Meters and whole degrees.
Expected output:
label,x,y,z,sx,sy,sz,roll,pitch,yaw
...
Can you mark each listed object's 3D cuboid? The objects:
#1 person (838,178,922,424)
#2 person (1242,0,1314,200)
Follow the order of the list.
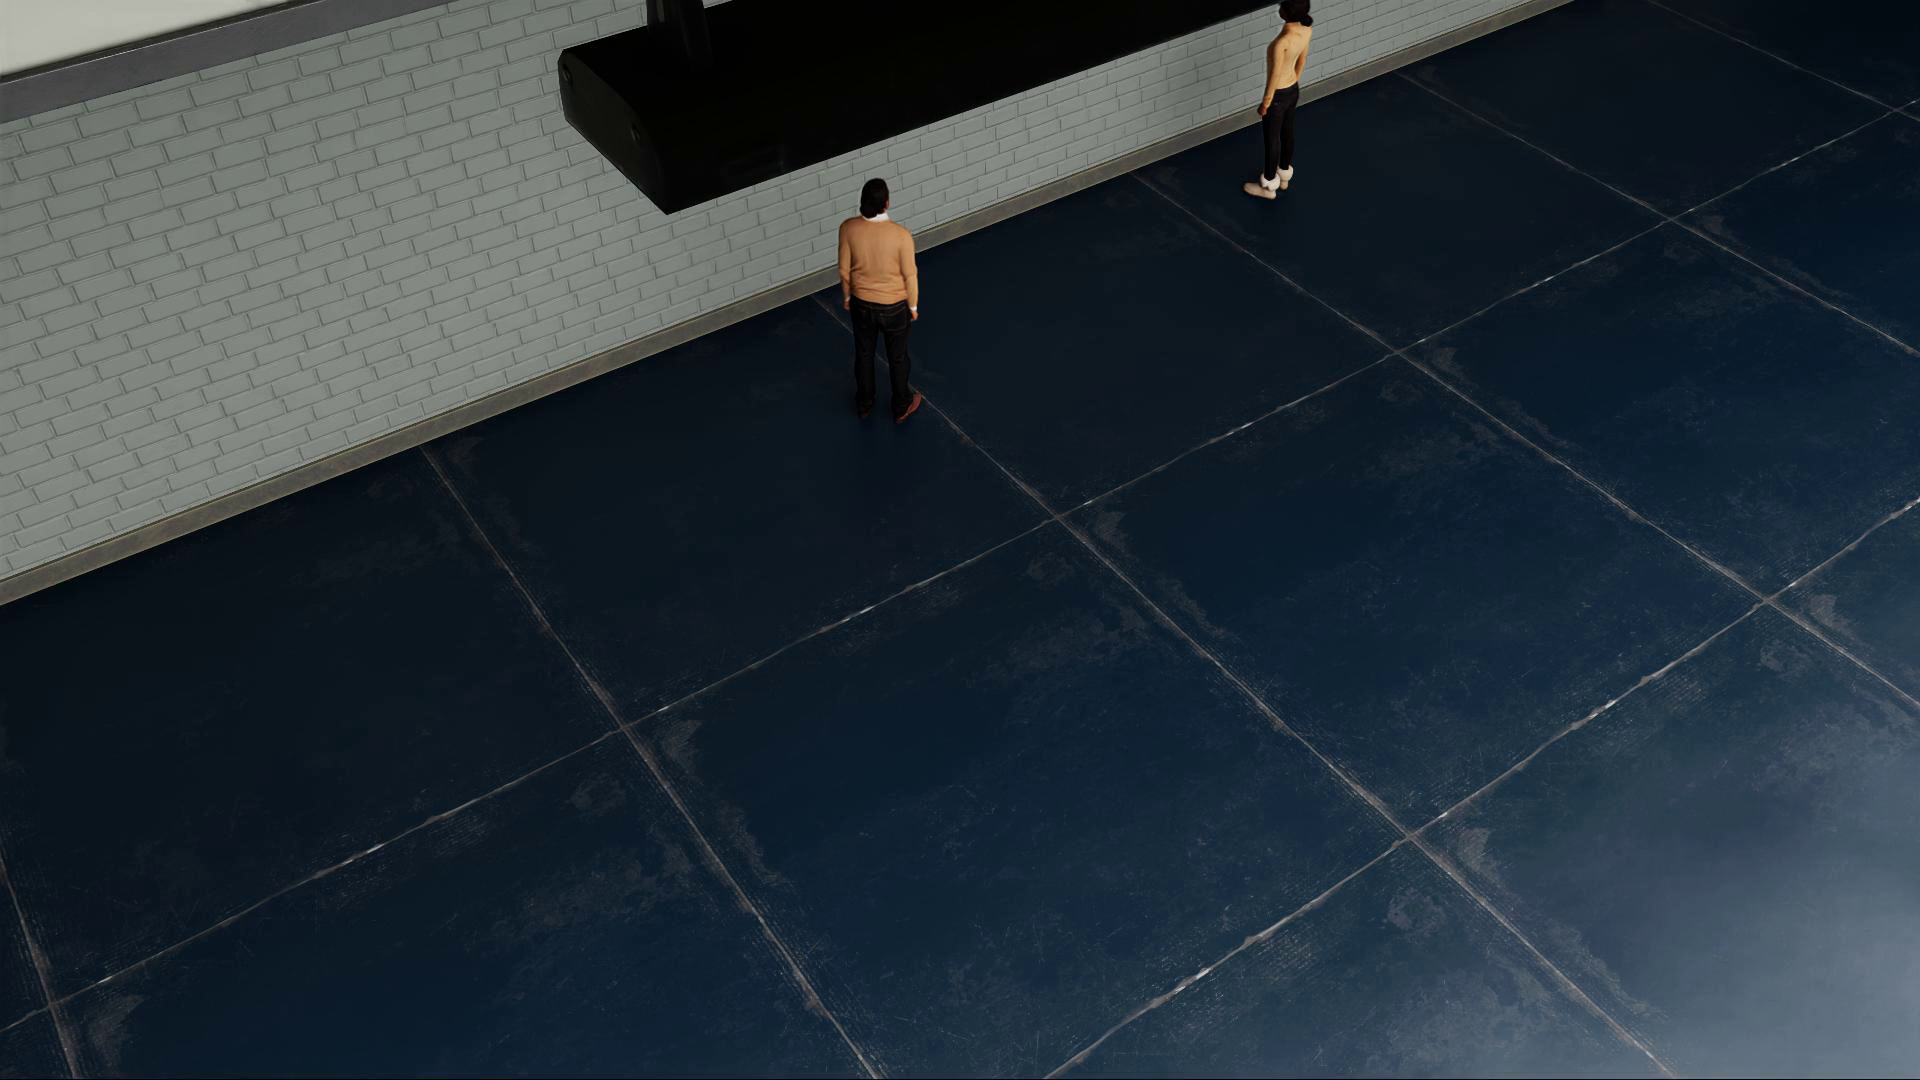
label,x,y,z,sx,sy,sz,roll,pitch,yaw
person,-0.513,-1.512,10.575,0.734,1.754,0.811,10,44,10
person,2.457,-3.395,12.660,0.627,1.660,0.631,33,52,30
